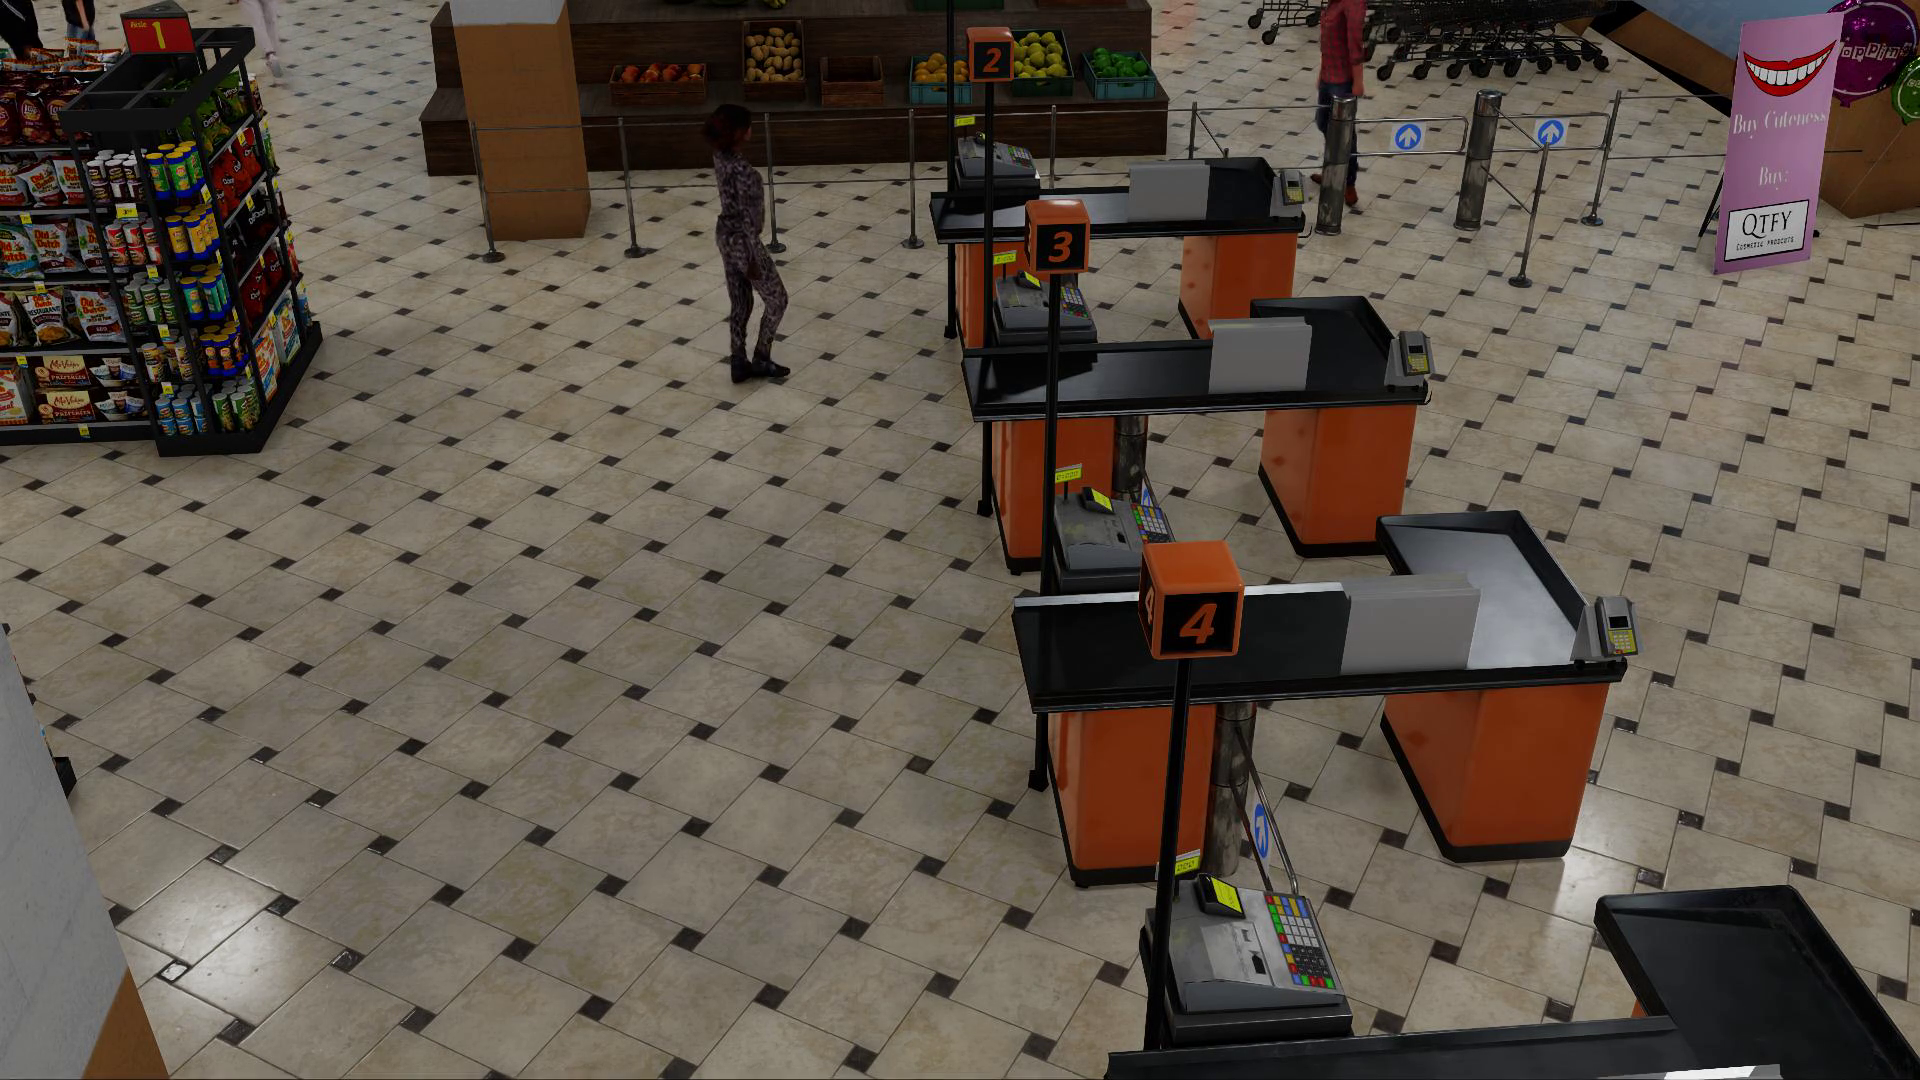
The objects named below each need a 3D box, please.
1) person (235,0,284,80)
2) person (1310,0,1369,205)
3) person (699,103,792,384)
[{"bbox_3d":[-6.426,-5.062,15.216,1.033,1.669,0.950,-18,36,-27],"label":"person"},{"bbox_3d":[2.931,-3.480,12.546,0.553,1.804,0.859,-8,33,-13],"label":"person"},{"bbox_3d":[-1.350,-1.700,9.777,0.747,1.706,0.713,-16,35,-24],"label":"person"}]
